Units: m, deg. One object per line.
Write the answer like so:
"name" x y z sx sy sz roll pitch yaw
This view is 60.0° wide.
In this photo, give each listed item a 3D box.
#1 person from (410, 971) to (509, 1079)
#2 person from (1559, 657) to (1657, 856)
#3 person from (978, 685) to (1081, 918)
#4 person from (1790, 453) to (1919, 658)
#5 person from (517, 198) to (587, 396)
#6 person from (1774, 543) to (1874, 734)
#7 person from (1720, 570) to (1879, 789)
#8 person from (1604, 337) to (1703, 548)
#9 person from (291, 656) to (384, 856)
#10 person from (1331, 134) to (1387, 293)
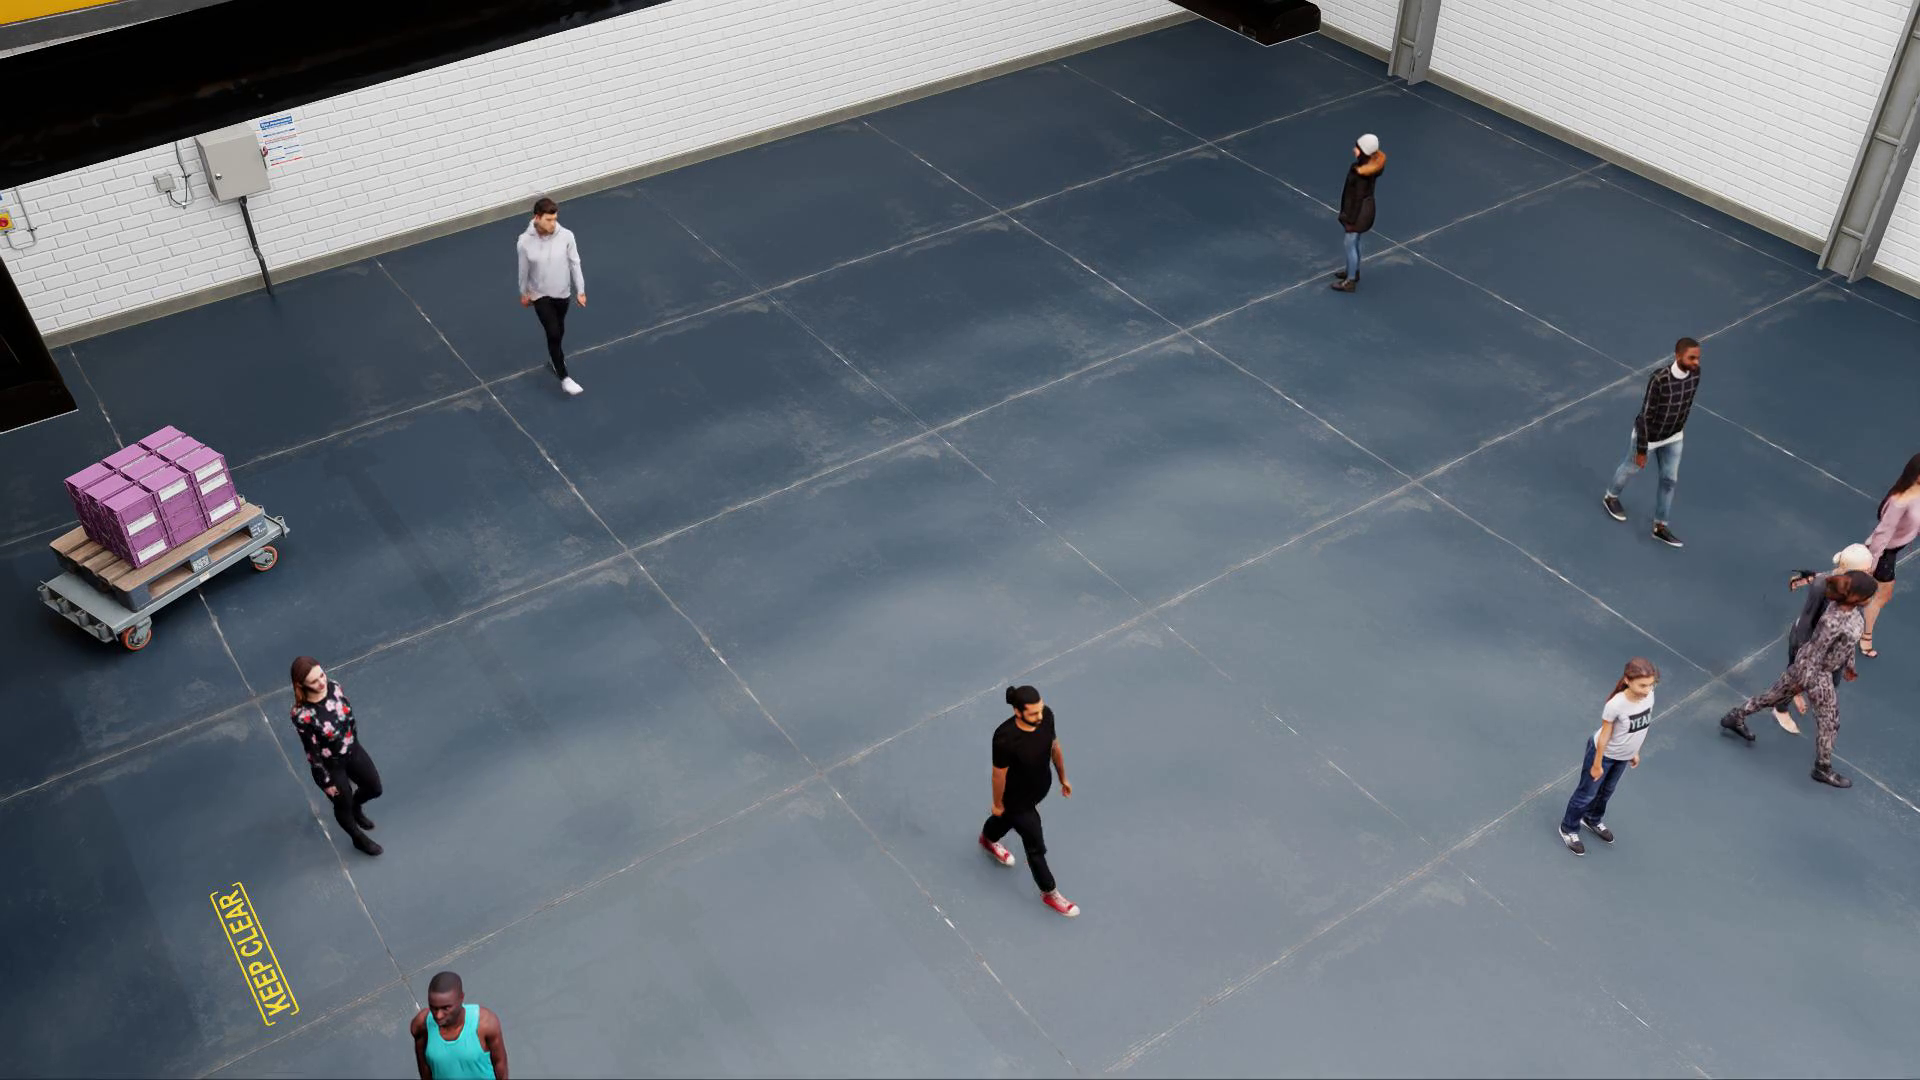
"person" -2.518 2.846 8.615 0.676 1.811 0.686 -1 39 -2
"person" 4.187 1.355 10.682 0.574 1.562 0.569 -16 41 -19
"person" 0.343 1.511 10.363 1.198 1.717 0.847 28 47 31
"person" 6.637 0.057 12.125 0.724 1.789 1.047 -31 48 -33
"person" -3.736 -2.274 14.982 0.740 1.867 1.116 -17 42 -20
"person" 5.907 0.598 11.514 0.748 1.707 0.781 -13 41 -16
"person" 5.677 0.847 11.234 1.198 1.666 0.844 25 45 28
"person" 5.517 -0.897 13.324 0.937 1.784 1.173 -10 40 -13
"person" -4.020 1.372 10.571 0.750 1.673 0.699 17 42 20
"person" 3.928 -3.225 16.363 0.778 1.629 0.741 13 41 16
